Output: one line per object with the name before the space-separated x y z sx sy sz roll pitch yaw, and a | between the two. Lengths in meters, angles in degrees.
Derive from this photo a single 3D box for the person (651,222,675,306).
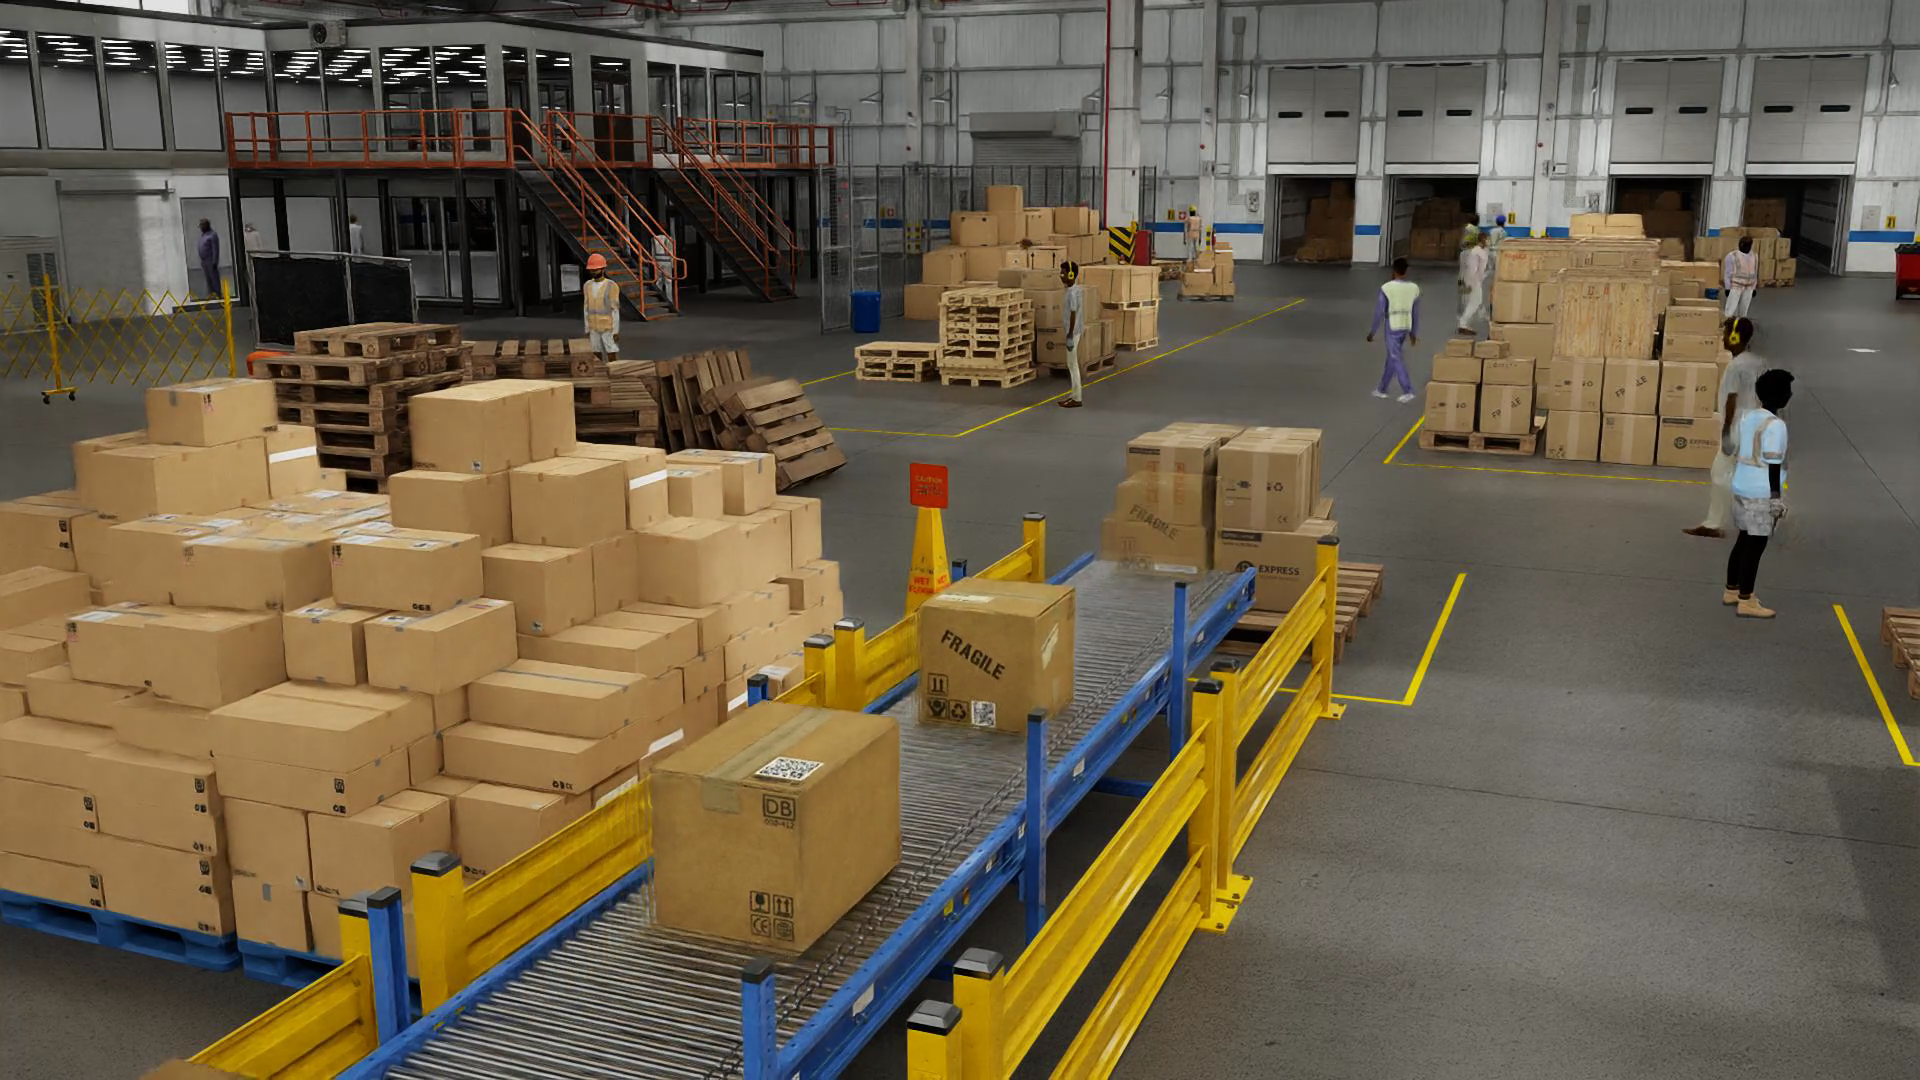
person | -6.433 -5.966 36.206 0.575 1.883 0.355 6 14 26

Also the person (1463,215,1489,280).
person | 13.828 -7.790 44.562 0.919 1.798 0.659 9 15 35

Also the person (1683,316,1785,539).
person | 6.355 -0.886 13.511 0.709 1.846 0.502 11 17 41

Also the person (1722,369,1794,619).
person | 5.442 -0.321 11.325 0.319 1.693 0.537 2 13 8

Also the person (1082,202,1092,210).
person | 3.963 -9.830 53.306 0.506 1.980 0.639 1 13 5

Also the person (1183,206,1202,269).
person | 7.112 -9.268 50.941 0.614 1.919 0.400 -3 13 -14

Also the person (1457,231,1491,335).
person | 9.419 -4.691 30.447 0.500 1.901 0.659 5 14 23

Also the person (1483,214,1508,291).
person | 13.196 -7.054 41.012 0.735 1.926 0.627 -6 14 -26

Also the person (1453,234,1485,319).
person | 10.300 -5.300 33.580 0.489 1.723 0.673 -6 14 -26

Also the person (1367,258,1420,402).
person | 5.749 -2.759 21.851 0.604 1.878 0.982 -6 14 -25

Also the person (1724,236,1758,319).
person | 13.961 -4.502 29.729 0.627 1.845 0.429 -2 13 -9

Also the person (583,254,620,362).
person | -4.722 -2.788 21.863 0.541 1.929 0.397 5 14 23

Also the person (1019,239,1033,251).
person | 1.215 -4.452 29.605 0.959 1.806 0.511 0 13 -1

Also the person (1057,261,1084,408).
person | 1.415 -2.621 21.264 0.328 1.862 0.504 1 13 6
